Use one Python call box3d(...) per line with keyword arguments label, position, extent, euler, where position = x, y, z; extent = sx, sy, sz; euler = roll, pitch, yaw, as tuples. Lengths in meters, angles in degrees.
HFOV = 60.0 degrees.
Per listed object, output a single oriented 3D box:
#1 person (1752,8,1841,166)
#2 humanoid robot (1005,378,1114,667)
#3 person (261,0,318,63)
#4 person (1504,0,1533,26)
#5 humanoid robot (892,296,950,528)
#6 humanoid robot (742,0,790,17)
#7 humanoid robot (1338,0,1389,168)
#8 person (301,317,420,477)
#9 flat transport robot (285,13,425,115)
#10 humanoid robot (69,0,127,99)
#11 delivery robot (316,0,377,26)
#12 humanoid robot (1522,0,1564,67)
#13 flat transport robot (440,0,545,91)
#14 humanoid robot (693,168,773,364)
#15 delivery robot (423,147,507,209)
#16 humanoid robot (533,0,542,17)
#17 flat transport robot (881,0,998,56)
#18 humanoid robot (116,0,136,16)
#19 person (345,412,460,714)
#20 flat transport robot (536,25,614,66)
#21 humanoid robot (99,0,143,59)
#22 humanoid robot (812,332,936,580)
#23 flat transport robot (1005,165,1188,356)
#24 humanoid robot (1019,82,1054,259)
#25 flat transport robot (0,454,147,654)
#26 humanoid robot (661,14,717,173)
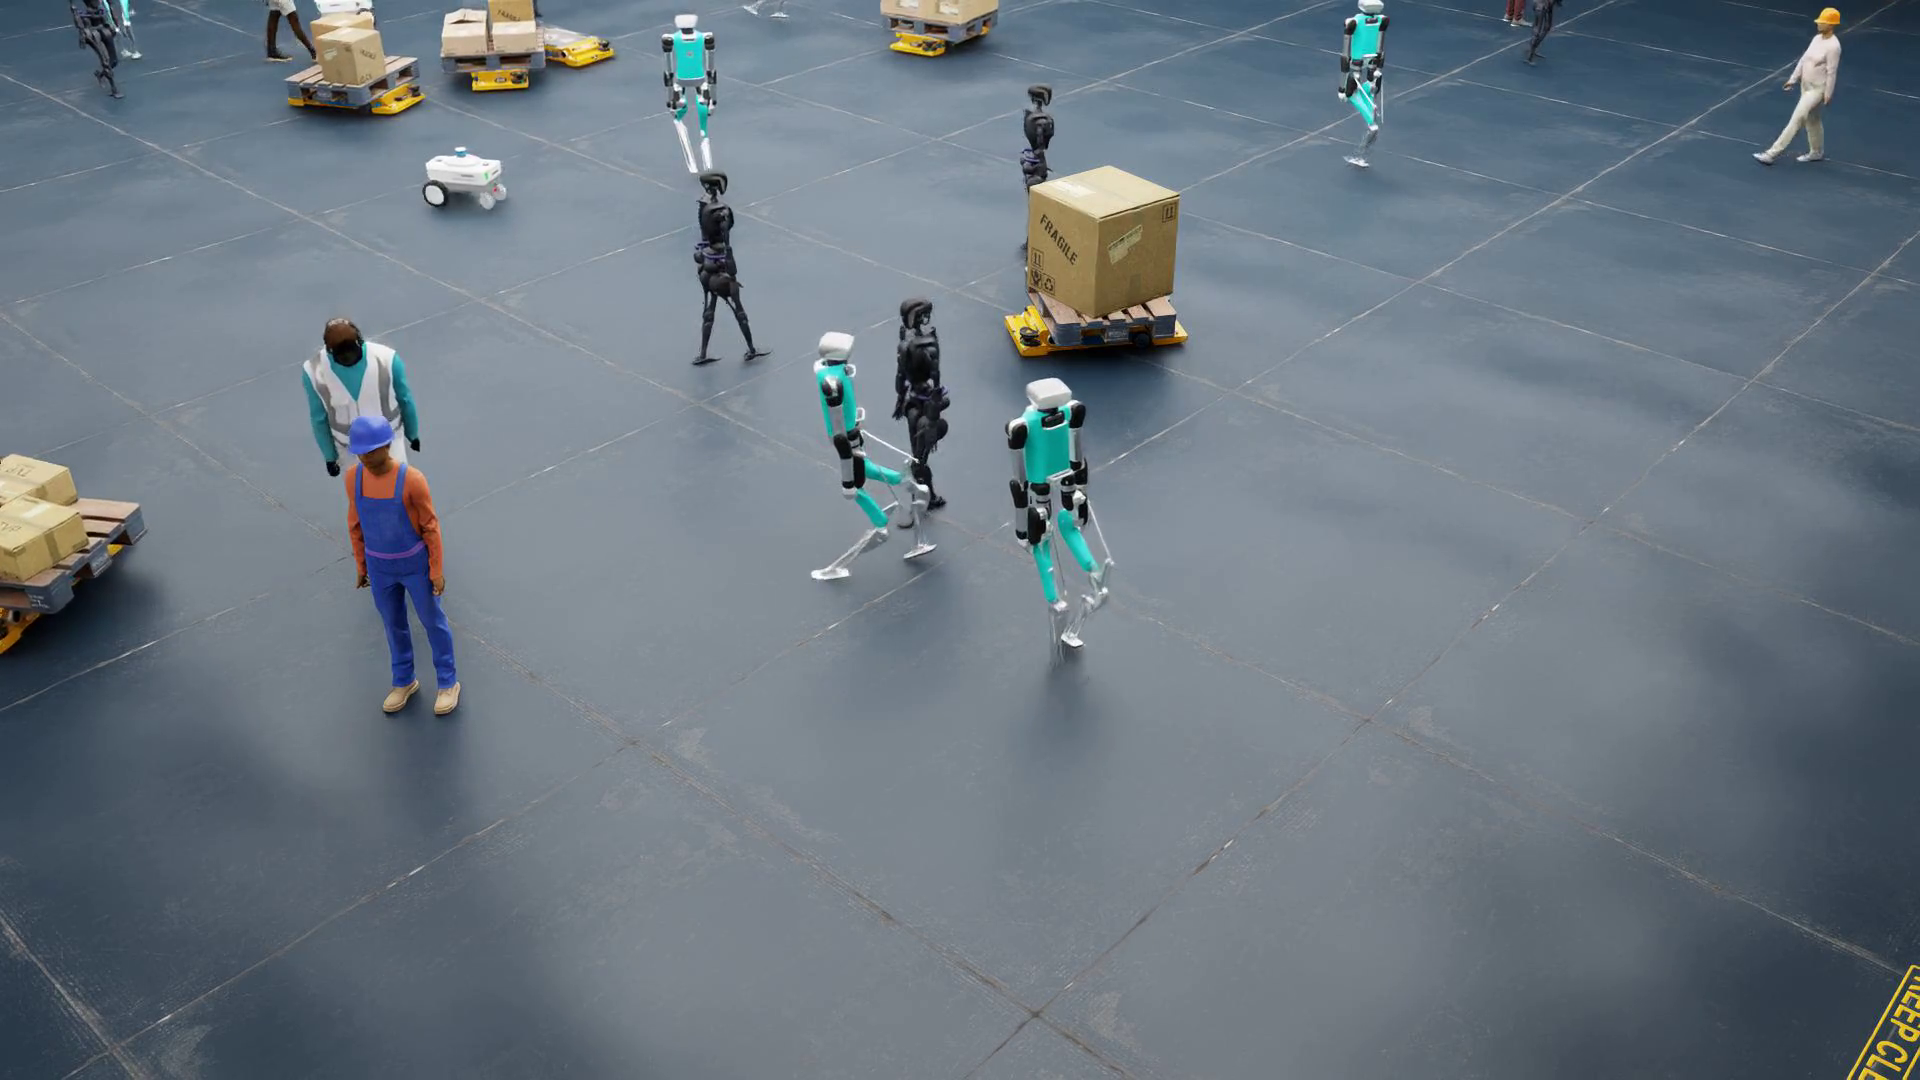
box3d(label="person", position=(8.903, -4.749, 17.489), extent=(0.899, 1.649, 0.473), euler=(-1, 32, -2))
box3d(label="humanoid robot", position=(0.646, 0.009, 9.847), extent=(0.539, 1.892, 0.742), euler=(-20, 37, -29))
box3d(label="person", position=(-8.415, -6.931, 20.747), extent=(0.936, 1.917, 0.609), euler=(-5, 32, -9))
box3d(label="person", position=(7.637, -7.842, 22.327), extent=(0.381, 1.806, 0.552), euler=(-4, 32, -7))
box3d(label="humanoid robot", position=(-0.284, -0.882, 11.245), extent=(0.496, 1.647, 0.593), euler=(-16, 35, -24))
box3d(label="humanoid robot", position=(-2.551, -7.836, 22.379), extent=(0.978, 1.735, 0.538), euler=(11, 34, 17))
box3d(label="humanoid robot", position=(4.262, -4.661, 17.289), extent=(0.545, 1.801, 0.837), euler=(-14, 35, -22))
box3d(label="person", position=(-3.796, -0.602, 10.660), extent=(0.630, 1.818, 0.557), euler=(-6, 32, -10))
box3d(label="flat transport robot", position=(-7.122, -5.246, 19.601), extent=(1.431, 0.231, 0.659), euler=(9, 33, 14))
box3d(label="humanoid robot", position=(-10.237, -6.082, 19.624), extent=(0.643, 1.631, 0.589), euler=(17, 36, 25))
box3d(label="delivery robot", position=(-8.284, -7.182, 22.459), extent=(0.807, 0.606, 0.499), euler=(-11, 33, -17))
box3d(label="humanoid robot", position=(7.313, -6.804, 20.773), extent=(0.381, 1.639, 0.593), euler=(23, 38, 32))
box3d(label="flat transport robot", position=(-5.729, -5.850, 20.574), extent=(0.659, 0.231, 1.431), euler=(-6, 32, -10))
box3d(label="humanoid robot", position=(-1.901, -2.215, 13.404), extent=(0.661, 1.638, 0.602), euler=(-16, 35, -25))
box3d(label="delivery robot", position=(-5.009, -3.652, 16.776), extent=(0.811, 0.608, 0.499), euler=(7, 33, 11))
box3d(label="humanoid robot", position=(-5.966, -7.996, 22.689), extent=(0.590, 1.649, 0.355), euler=(-27, 41, -36))
box3d(label="flat transport robot", position=(-0.253, -6.639, 21.844), extent=(0.659, 0.231, 1.431), euler=(18, 36, 26))
box3d(label="humanoid robot", position=(-11.654, -7.886, 22.498), extent=(0.556, 1.795, 0.839), euler=(4, 32, 6))
box3d(label="person", position=(-3.161, 0.136, 9.381), extent=(0.518, 1.909, 0.361), euler=(3, 32, 5))
box3d(label="flat transport robot", position=(-5.199, -6.357, 21.391), extent=(1.431, 0.231, 0.659), euler=(20, 37, 29))
box3d(label="humanoid robot", position=(-10.625, -6.857, 20.809), extent=(0.547, 1.781, 0.746), euler=(-9, 33, -14))
box3d(label="humanoid robot", position=(-0.479, -0.493, 10.610), extent=(1.014, 1.775, 0.539), euler=(-2, 32, -3))
box3d(label="flat transport robot", position=(1.146, -1.836, 14.111), extent=(1.431, 0.231, 0.659), euler=(-6, 32, -9))
box3d(label="humanoid robot", position=(0.727, -3.379, 15.251), extent=(0.332, 1.652, 0.600), euler=(-2, 32, -3))
box3d(label="flat transport robot", position=(-6.074, 0.240, 10.767), extent=(0.659, 0.231, 1.431), euler=(5, 32, 8))
box3d(label="humanoid robot", position=(-2.774, -4.546, 17.111), extent=(0.537, 1.789, 0.851), euler=(-8, 33, -12))
